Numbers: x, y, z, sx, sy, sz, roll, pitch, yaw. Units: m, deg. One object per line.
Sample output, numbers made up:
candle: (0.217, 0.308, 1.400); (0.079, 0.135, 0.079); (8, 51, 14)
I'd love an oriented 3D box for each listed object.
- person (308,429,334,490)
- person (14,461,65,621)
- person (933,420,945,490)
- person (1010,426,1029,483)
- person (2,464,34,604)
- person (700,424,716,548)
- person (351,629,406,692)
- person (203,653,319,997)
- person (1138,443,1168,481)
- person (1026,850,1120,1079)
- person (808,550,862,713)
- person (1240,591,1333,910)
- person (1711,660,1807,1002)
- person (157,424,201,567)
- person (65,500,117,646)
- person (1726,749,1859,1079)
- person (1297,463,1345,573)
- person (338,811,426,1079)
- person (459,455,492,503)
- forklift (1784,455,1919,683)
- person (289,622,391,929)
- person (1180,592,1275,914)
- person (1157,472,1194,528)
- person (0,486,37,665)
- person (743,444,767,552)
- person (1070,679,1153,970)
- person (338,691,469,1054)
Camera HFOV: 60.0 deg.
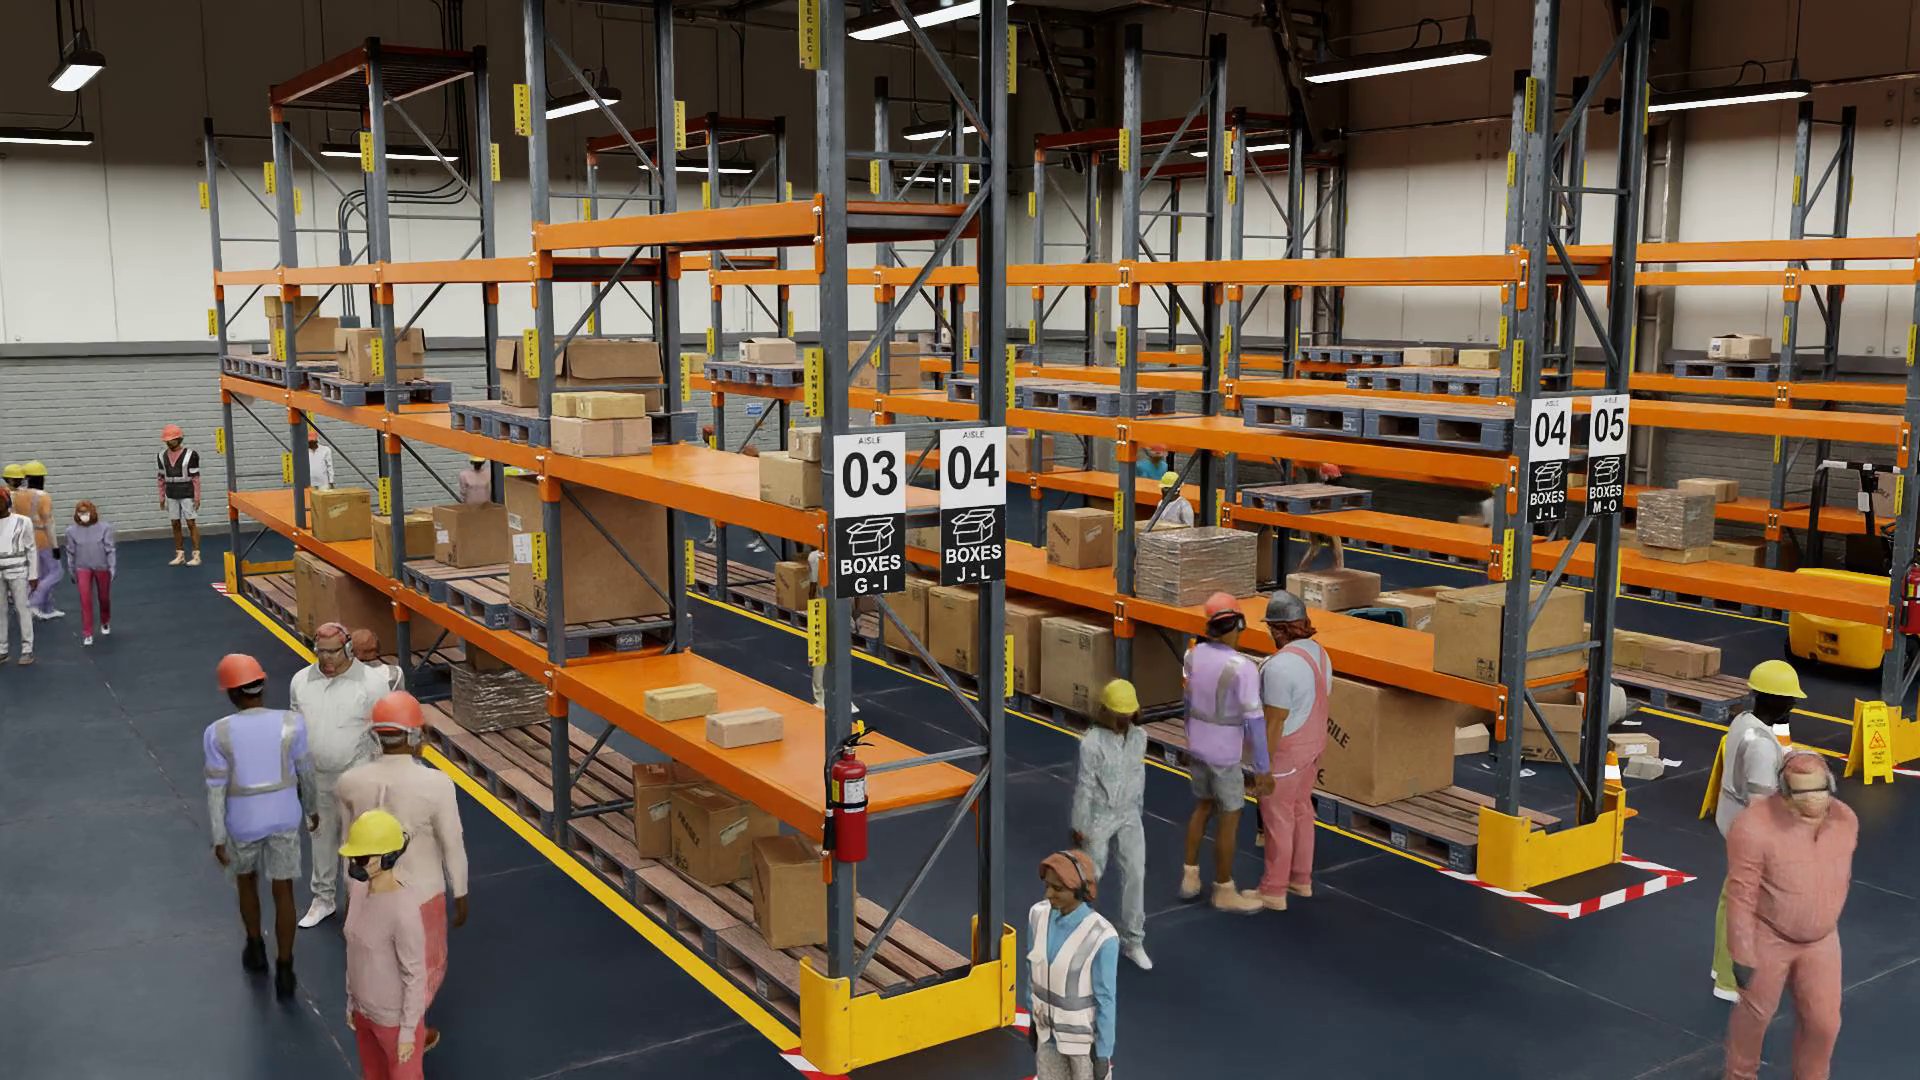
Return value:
person: (-10.311, -0.934, 26.590); (0.574, 1.738, 0.352); (-4, 9, -24)
person: (-10.852, 0.021, 19.634); (0.635, 1.914, 0.536); (5, 10, 28)
person: (-0.326, -1.300, 29.356); (0.300, 1.636, 0.522); (2, 9, 11)
person: (1.278, -2.052, 33.686); (0.429, 1.844, 0.626); (-7, 11, -38)
person: (-11.800, -0.075, 20.809); (0.340, 1.757, 0.518); (4, 10, 27)
person: (-3.780, -0.825, 25.373); (0.355, 1.885, 0.575); (-3, 9, -20)
person: (-4.000, 1.410, 11.308); (0.513, 1.639, 0.311); (-5, 10, -32)
person: (-3.931, 1.563, 9.400); (0.590, 1.894, 0.811); (-4, 9, -25)
person: (2.893, -0.600, 24.437); (0.563, 1.706, 0.737); (-4, 10, -27)
person: (0.464, 2.075, 6.910); (0.312, 1.631, 0.508); (-7, 11, -39)
person: (-1.151, 0.699, 15.330); (0.504, 1.861, 0.330); (-3, 9, -21)
person: (2.065, 1.312, 10.629); (0.535, 2.000, 0.690); (6, 11, 37)
person: (4.380, 1.597, 9.154); (0.393, 1.919, 0.582); (2, 9, 15)
person: (-11.067, -0.626, 23.569); (0.612, 2.033, 0.411); (1, 9, 5)
person: (-9.711, 0.331, 18.621); (0.498, 1.601, 0.784); (-4, 9, -25)
person: (3.812, 1.843, 7.678); (0.663, 1.865, 0.713); (-1, 9, -5)
person: (4.737, -0.177, 21.661); (0.577, 1.710, 0.902); (-7, 11, -38)
person: (-2.424, 1.993, 6.993); (0.525, 1.772, 0.304); (8, 11, 41)
person: (-6.751, -0.441, 23.342); (0.522, 1.729, 0.856); (-3, 9, -20)
forklift: (9.643, 0.253, 17.172); (2.313, 2.155, 1.214); (-6, 10, -33)
person: (-3.821, 1.441, 10.219); (0.642, 1.906, 0.410); (0, 9, 2)
person: (1.668, 1.349, 10.474); (0.432, 2.022, 0.804); (-5, 10, -29)
person: (2.445, 0.117, 19.272); (0.403, 1.830, 0.599); (-5, 10, -29)
person: (-9.953, 0.377, 17.373); (0.583, 1.882, 0.337); (-1, 9, -6)
person: (-3.026, -0.635, 25.017); (0.428, 1.614, 0.633); (-7, 11, -39)
person: (0.854, 1.603, 9.820); (0.522, 1.700, 0.793); (-5, 10, -28)
person: (-2.742, 1.721, 8.165); (0.636, 1.968, 0.843); (1, 9, 9)
